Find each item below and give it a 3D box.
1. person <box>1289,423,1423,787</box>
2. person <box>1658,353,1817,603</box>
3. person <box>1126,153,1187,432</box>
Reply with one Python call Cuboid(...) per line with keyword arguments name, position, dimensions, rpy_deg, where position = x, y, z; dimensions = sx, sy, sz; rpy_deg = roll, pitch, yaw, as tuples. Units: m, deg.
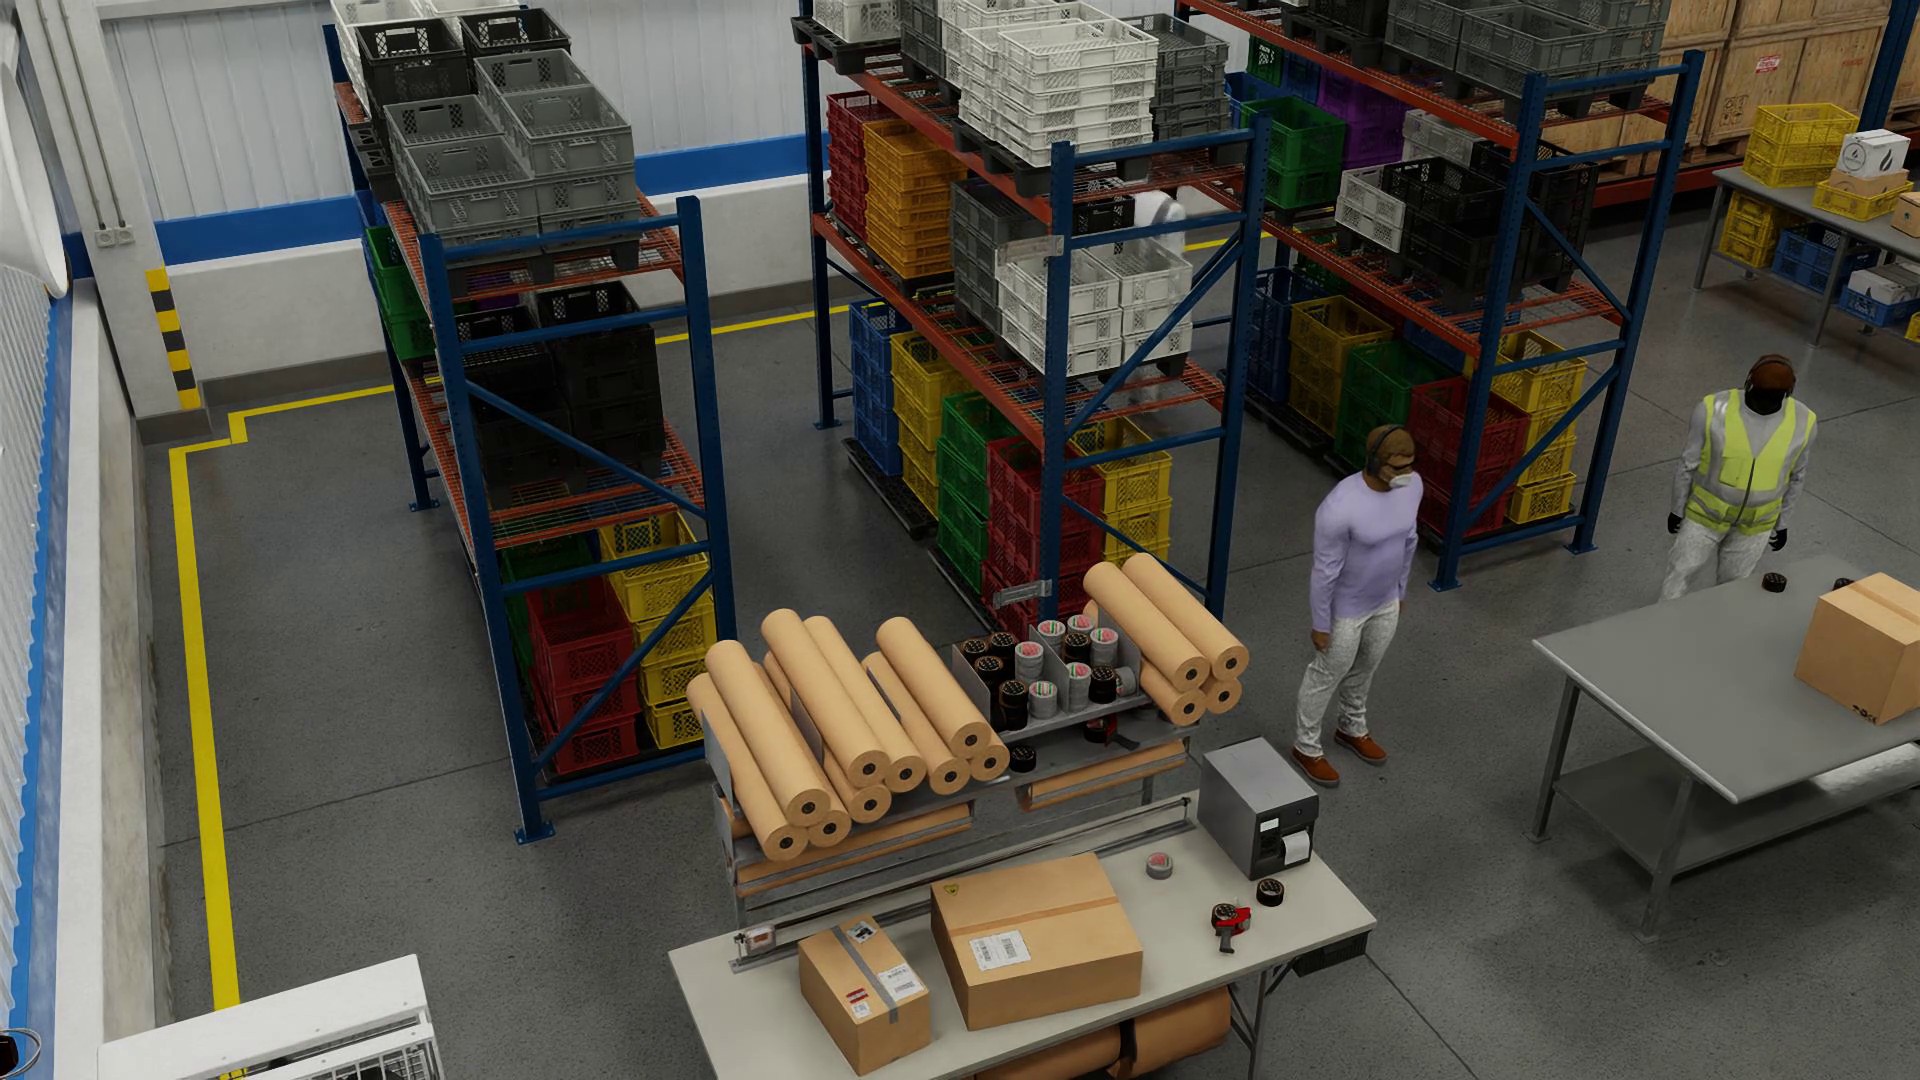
Cuboid(name="person", position=(1.893, 0.298, 7.891), dimensions=(0.629, 1.932, 0.358), rpy_deg=(-19, 37, -28))
Cuboid(name="person", position=(4.014, -0.126, 8.668), dimensions=(0.622, 1.838, 0.429), rpy_deg=(7, 32, 12))
Cuboid(name="person", position=(1.332, -1.665, 11.165), dimensions=(0.352, 1.855, 0.752), rpy_deg=(-13, 34, -19))
